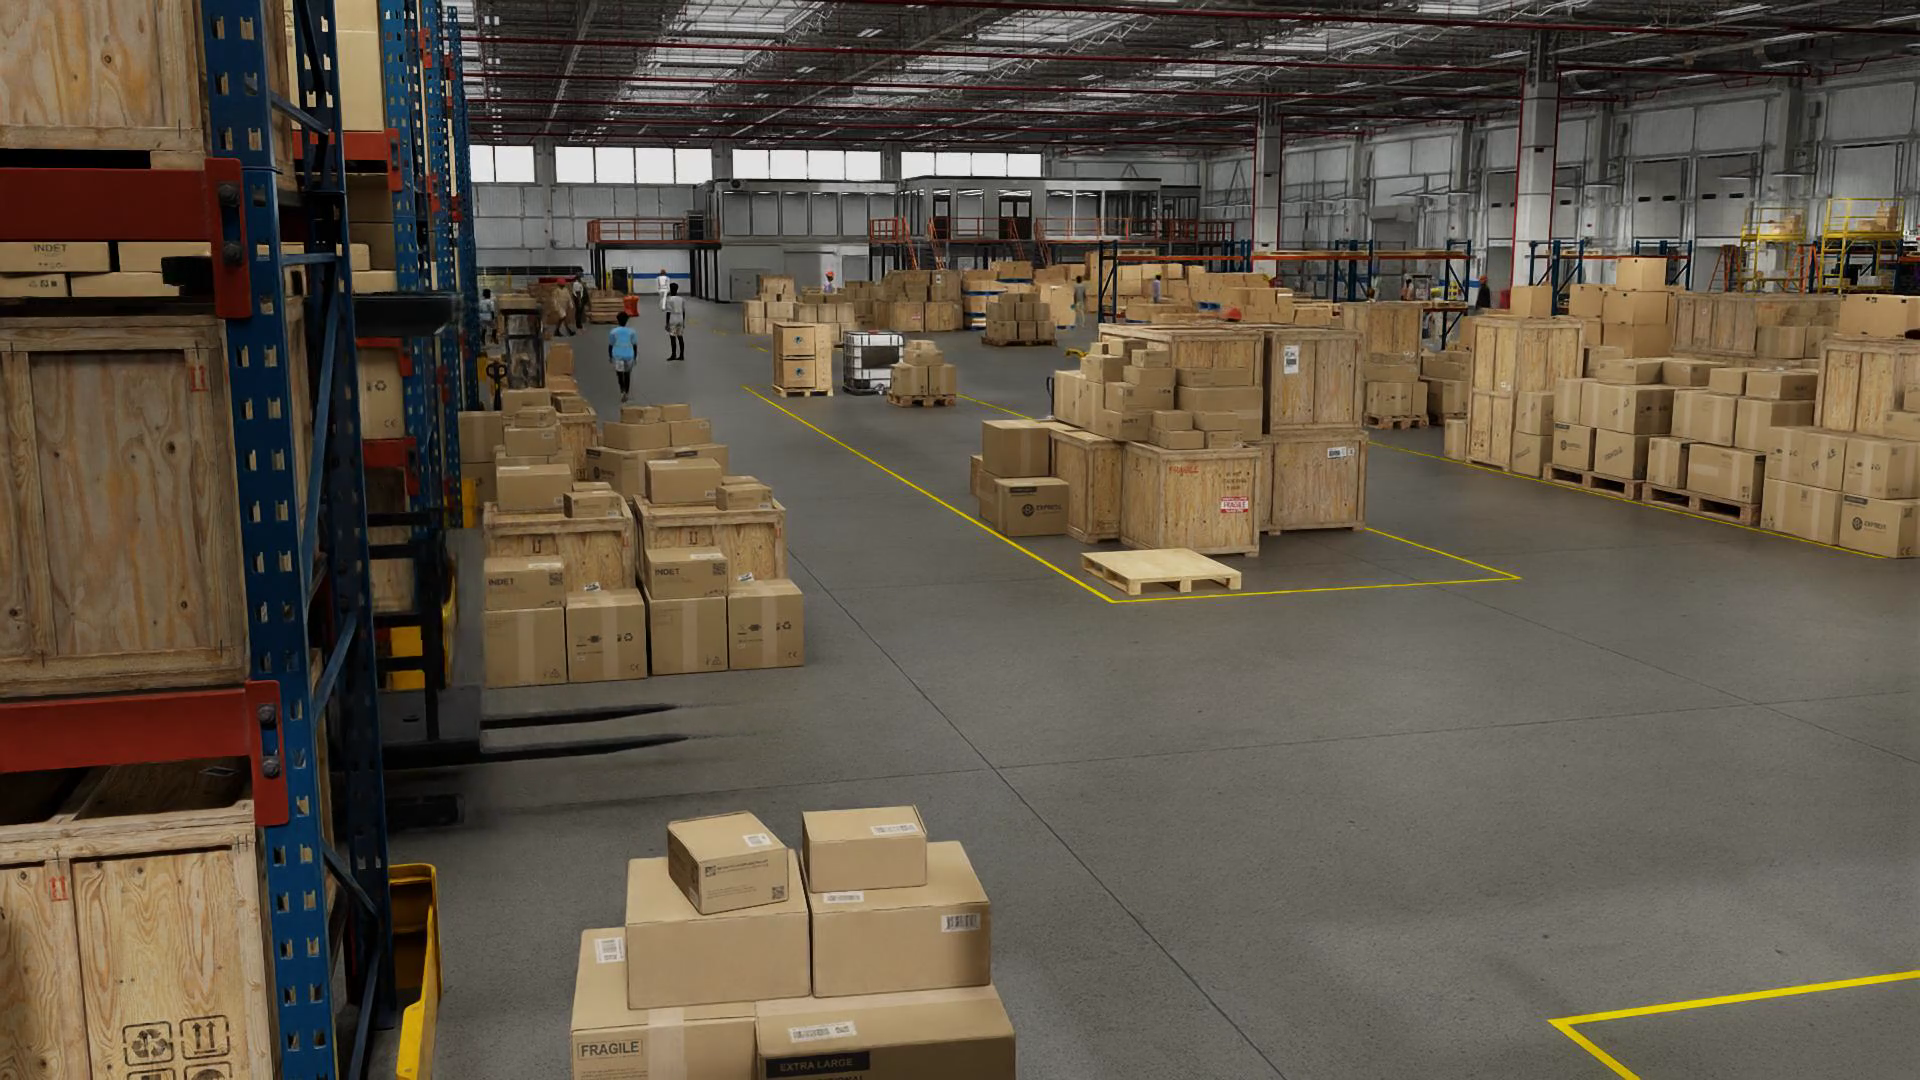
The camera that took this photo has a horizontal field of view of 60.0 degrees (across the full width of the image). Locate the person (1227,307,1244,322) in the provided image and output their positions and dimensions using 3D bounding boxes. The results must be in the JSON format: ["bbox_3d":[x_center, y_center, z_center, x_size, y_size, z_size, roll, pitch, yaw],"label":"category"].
[{"bbox_3d":[4.374,-2.716,26.333,0.562,1.895,0.904,-4,11,-22],"label":"person"}]

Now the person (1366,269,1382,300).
[{"bbox_3d":[17.653,-10.588,70.882,0.620,1.919,0.904,5,11,27],"label":"person"}]

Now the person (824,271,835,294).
[{"bbox_3d":[-4.495,-8.281,57.481,0.406,2.035,0.601,0,10,2],"label":"person"}]

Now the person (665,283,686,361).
[{"bbox_3d":[-7.131,-5.448,41.612,0.367,1.965,0.607,8,13,39],"label":"person"}]

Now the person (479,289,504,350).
[{"bbox_3d":[-13.110,-6.161,46.462,0.553,1.663,0.769,5,11,24],"label":"person"}]

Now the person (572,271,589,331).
[{"bbox_3d":[-12.878,-8.109,56.467,0.536,2.000,0.673,-3,10,-16],"label":"person"}]

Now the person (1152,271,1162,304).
[{"bbox_3d":[7.579,-9.379,64.017,0.534,1.916,0.602,-2,10,-11],"label":"person"}]

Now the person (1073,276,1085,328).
[{"bbox_3d":[4.208,-8.462,59.083,0.537,1.827,0.964,-4,11,-19],"label":"person"}]

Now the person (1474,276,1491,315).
[{"bbox_3d":[16.508,-7.342,52.428,1.067,1.941,0.633,8,13,38],"label":"person"}]

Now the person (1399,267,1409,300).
[{"bbox_3d":[20.798,-11.715,77.212,1.016,1.940,0.647,9,13,41],"label":"person"}]

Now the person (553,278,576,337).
[{"bbox_3d":[-12.594,-7.365,52.759,1.053,1.862,0.559,6,12,32],"label":"person"}]

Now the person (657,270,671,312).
[{"bbox_3d":[-13.012,-10.926,73.013,0.597,1.838,1.000,0,10,-2],"label":"person"}]

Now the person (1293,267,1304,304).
[{"bbox_3d":[16.547,-12.389,81.163,0.387,1.880,0.657,-6,12,-31],"label":"person"}]

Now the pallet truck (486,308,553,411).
[{"bbox_3d":[-6.242,-2.418,24.362,0.823,1.965,1.885,1,10,3],"label":"pallet truck"}]

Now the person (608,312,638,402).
[{"bbox_3d":[-6.242,-3.404,30.874,0.532,1.665,0.793,-4,11,-20],"label":"person"}]

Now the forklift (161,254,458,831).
[{"bbox_3d":[-3.516,-0.007,8.212,1.873,2.768,1.129,-3,10,-15],"label":"forklift"}]

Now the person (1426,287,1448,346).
[{"bbox_3d":[13.760,-6.410,47.838,0.569,1.750,0.521,6,12,31],"label":"person"}]

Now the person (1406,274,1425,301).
[{"bbox_3d":[15.743,-8.237,57.545,0.628,1.910,0.468,7,12,34],"label":"person"}]

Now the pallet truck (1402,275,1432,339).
[{"bbox_3d":[14.620,-7.324,52.145,0.823,1.965,1.885,8,13,40],"label":"pallet truck"}]

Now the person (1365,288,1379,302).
[{"bbox_3d":[10.182,-5.337,41.320,0.506,1.847,0.343,-7,12,-35],"label":"person"}]

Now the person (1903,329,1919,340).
[{"bbox_3d":[11.360,-1.558,19.784,0.588,1.898,0.553,-2,10,-13],"label":"person"}]

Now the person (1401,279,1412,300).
[{"bbox_3d":[16.440,-8.739,61.093,0.553,1.662,0.484,-2,10,-13],"label":"person"}]
